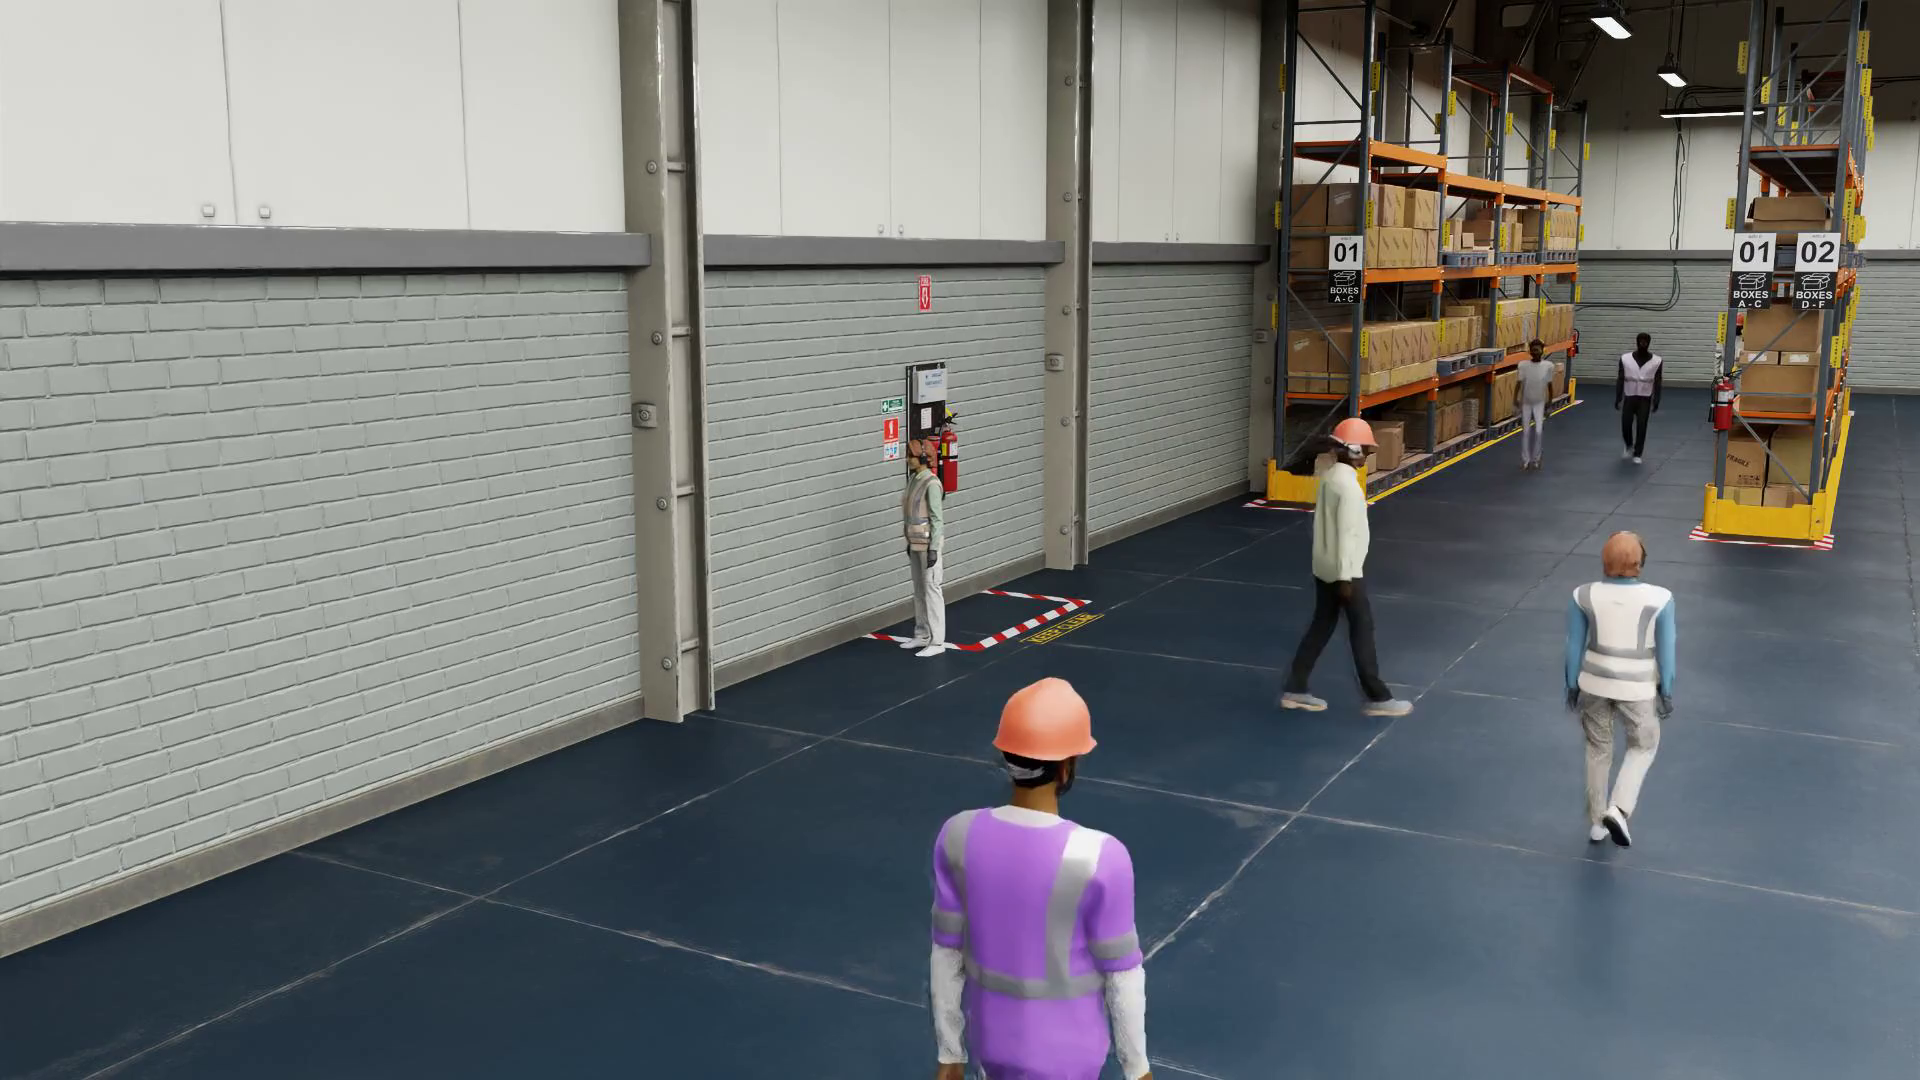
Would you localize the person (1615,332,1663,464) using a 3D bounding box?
[{"bbox_3d":[9.819,-2.058,24.076,0.624,1.905,0.453,4,11,23],"label":"person"}]

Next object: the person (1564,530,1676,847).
[{"bbox_3d":[3.299,0.765,8.364,0.536,1.621,0.419,7,12,34],"label":"person"}]

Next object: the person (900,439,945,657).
[{"bbox_3d":[-0.272,0.056,12.481,0.312,1.639,0.518,-4,10,-21],"label":"person"}]

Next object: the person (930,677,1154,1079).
[{"bbox_3d":[0.227,1.302,4.358,0.557,1.920,0.399,7,12,36],"label":"person"}]

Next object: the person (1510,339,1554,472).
[{"bbox_3d":[7.958,-1.868,23.173,0.535,1.843,0.749,4,11,23],"label":"person"}]

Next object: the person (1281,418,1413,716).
[{"bbox_3d":[2.509,0.183,10.834,0.856,1.959,0.640,-1,10,-6],"label":"person"}]

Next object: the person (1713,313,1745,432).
[{"bbox_3d":[13.103,-2.822,28.181,0.605,2.036,0.383,4,11,24],"label":"person"}]
